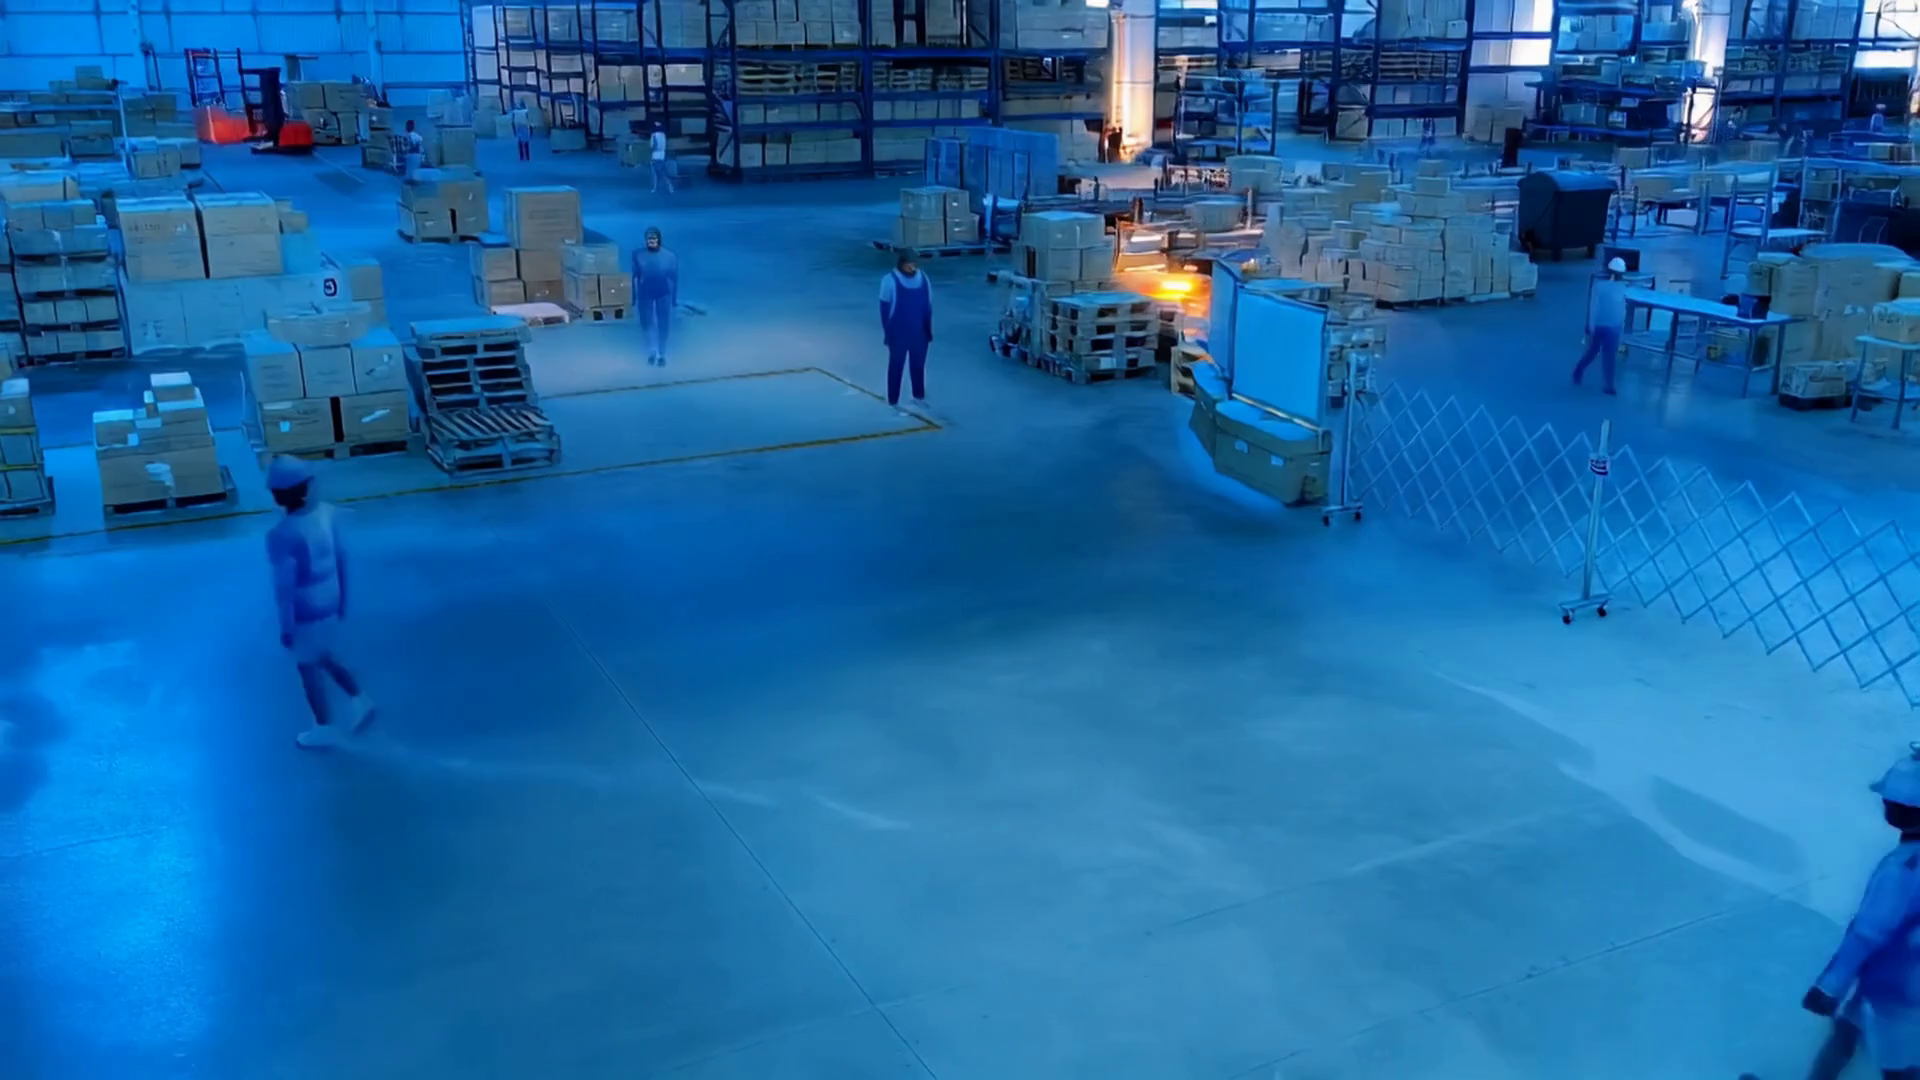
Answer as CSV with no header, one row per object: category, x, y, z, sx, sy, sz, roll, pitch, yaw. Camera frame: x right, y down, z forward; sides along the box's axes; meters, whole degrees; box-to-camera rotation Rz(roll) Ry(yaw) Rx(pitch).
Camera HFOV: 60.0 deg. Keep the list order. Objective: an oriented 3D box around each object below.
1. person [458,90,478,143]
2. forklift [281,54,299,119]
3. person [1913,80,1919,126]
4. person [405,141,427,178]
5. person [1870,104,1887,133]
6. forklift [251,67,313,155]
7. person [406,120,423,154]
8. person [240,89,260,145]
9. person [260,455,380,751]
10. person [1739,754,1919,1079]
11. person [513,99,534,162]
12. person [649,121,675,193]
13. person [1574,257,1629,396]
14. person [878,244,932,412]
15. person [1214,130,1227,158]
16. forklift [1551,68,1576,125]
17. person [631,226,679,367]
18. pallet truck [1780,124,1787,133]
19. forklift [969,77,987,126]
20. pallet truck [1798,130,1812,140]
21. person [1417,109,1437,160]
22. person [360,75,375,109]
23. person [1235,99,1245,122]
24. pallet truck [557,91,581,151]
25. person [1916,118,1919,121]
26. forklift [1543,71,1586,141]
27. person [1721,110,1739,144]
person,-17.850,-15.389,60.429,0.641,1.885,0.668,-10,20,-29
forklift,-28.241,-19.163,70.575,1.873,2.768,1.129,-9,20,-26
person,39.861,-18.115,68.926,0.479,1.885,0.654,6,19,17
person,-13.171,-8.822,40.318,0.543,1.654,0.862,-2,18,-7
person,29.402,-13.033,53.231,0.617,1.781,0.925,-7,19,-20
forklift,-22.858,-14.386,55.683,1.873,2.768,1.129,-9,20,-26
person,-14.432,-10.123,43.972,0.449,1.907,0.595,2,18,8
person,-25.300,-15.060,59.254,0.626,1.968,0.772,-2,18,-7
person,-4.214,0.431,10.860,0.517,2.026,0.637,6,19,19
person,3.833,1.786,6.876,0.563,1.891,0.989,-14,22,-37
person,-13.925,-13.092,53.145,0.602,1.939,0.795,-1,18,-3
person,-7.871,-10.087,43.892,0.807,1.892,0.607,12,21,33
person,8.249,-2.769,21.296,0.527,1.744,0.726,-3,18,-9
person,-0.611,-2.580,20.231,0.683,2.000,0.538,-9,20,-27
person,8.048,-12.265,51.038,0.536,1.657,0.856,12,21,32
forklift,19.871,-14.160,54.979,1.873,2.768,1.129,-9,20,-26
person,-4.145,-3.293,22.641,0.660,1.921,0.545,-1,18,-2
pallet truck,25.206,-12.542,52.601,1.601,1.201,0.680,0,18,-2
forklift,0.093,-13.468,52.821,1.873,2.768,1.129,-9,20,-26
pallet truck,25.526,-11.556,49.408,1.630,1.274,0.653,-9,20,-26
person,14.893,-12.868,52.906,0.528,1.674,0.537,-11,21,-30
person,-26.029,-19.461,73.059,0.475,1.909,0.646,12,21,32
person,11.281,-17.411,66.692,0.403,1.904,0.637,-7,19,-20
pallet truck,-13.495,-14.412,57.188,0.823,1.965,1.885,-3,18,-9
person,40.625,-18.318,69.526,0.886,1.912,0.553,9,20,25
forklift,18.685,-13.231,52.085,1.873,2.768,1.129,-9,20,-26
person,22.267,-11.545,48.423,0.960,1.901,0.639,8,19,23
